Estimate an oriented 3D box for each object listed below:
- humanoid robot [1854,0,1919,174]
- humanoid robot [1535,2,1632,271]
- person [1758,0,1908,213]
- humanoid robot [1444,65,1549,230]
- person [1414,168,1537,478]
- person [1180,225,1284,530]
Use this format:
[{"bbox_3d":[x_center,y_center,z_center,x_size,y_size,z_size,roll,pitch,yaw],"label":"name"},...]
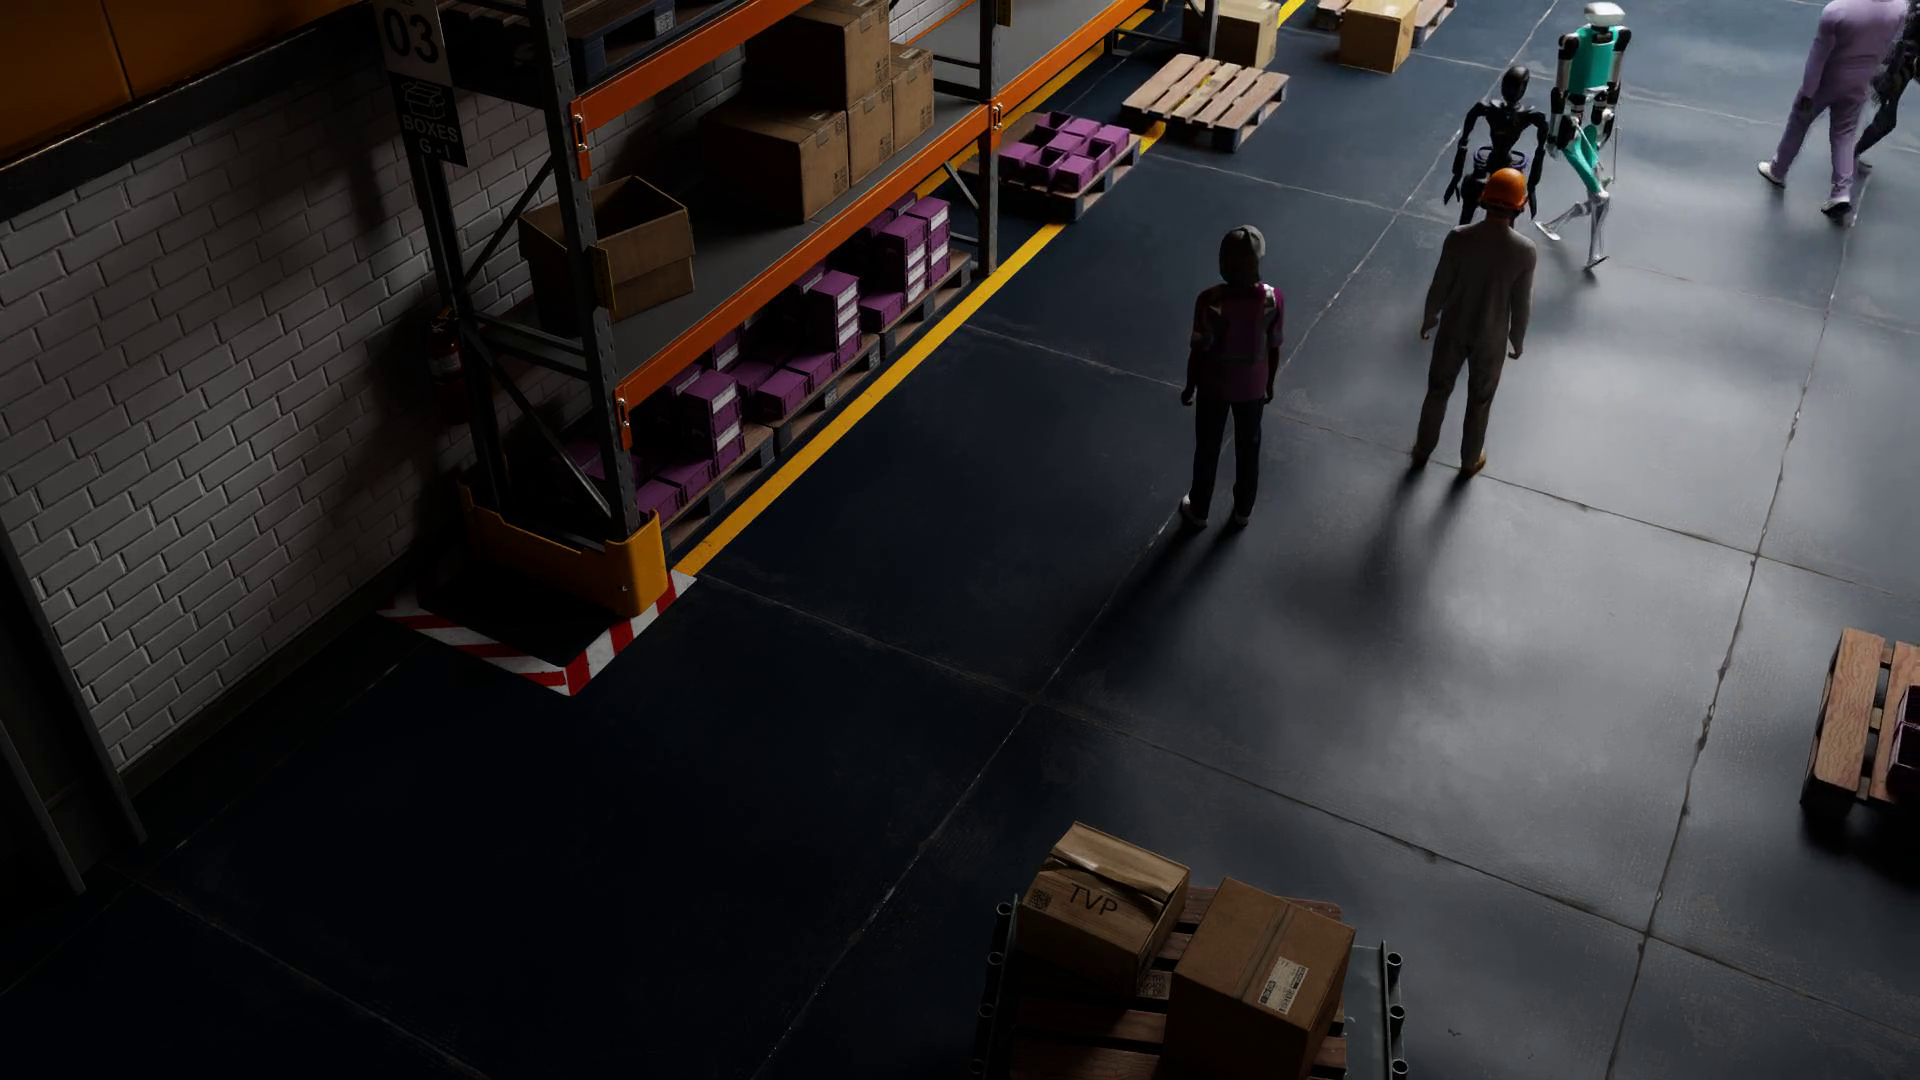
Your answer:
[{"bbox_3d":[7.103,-3.584,12.589,0.608,1.651,0.398,-29,47,-31],"label":"humanoid robot"},{"bbox_3d":[4.438,-2.703,11.445,0.535,1.766,0.971,-13,40,-15],"label":"humanoid robot"},{"bbox_3d":[6.423,-3.344,12.117,0.642,1.867,0.910,-2,39,-3],"label":"person"},{"bbox_3d":[3.570,-2.400,11.090,0.612,1.639,0.381,13,40,16],"label":"humanoid robot"},{"bbox_3d":[2.926,-1.222,9.450,0.583,1.892,0.380,17,42,20],"label":"person"},{"bbox_3d":[1.467,-0.856,9.026,0.512,1.848,0.341,-1,39,-1],"label":"person"}]
